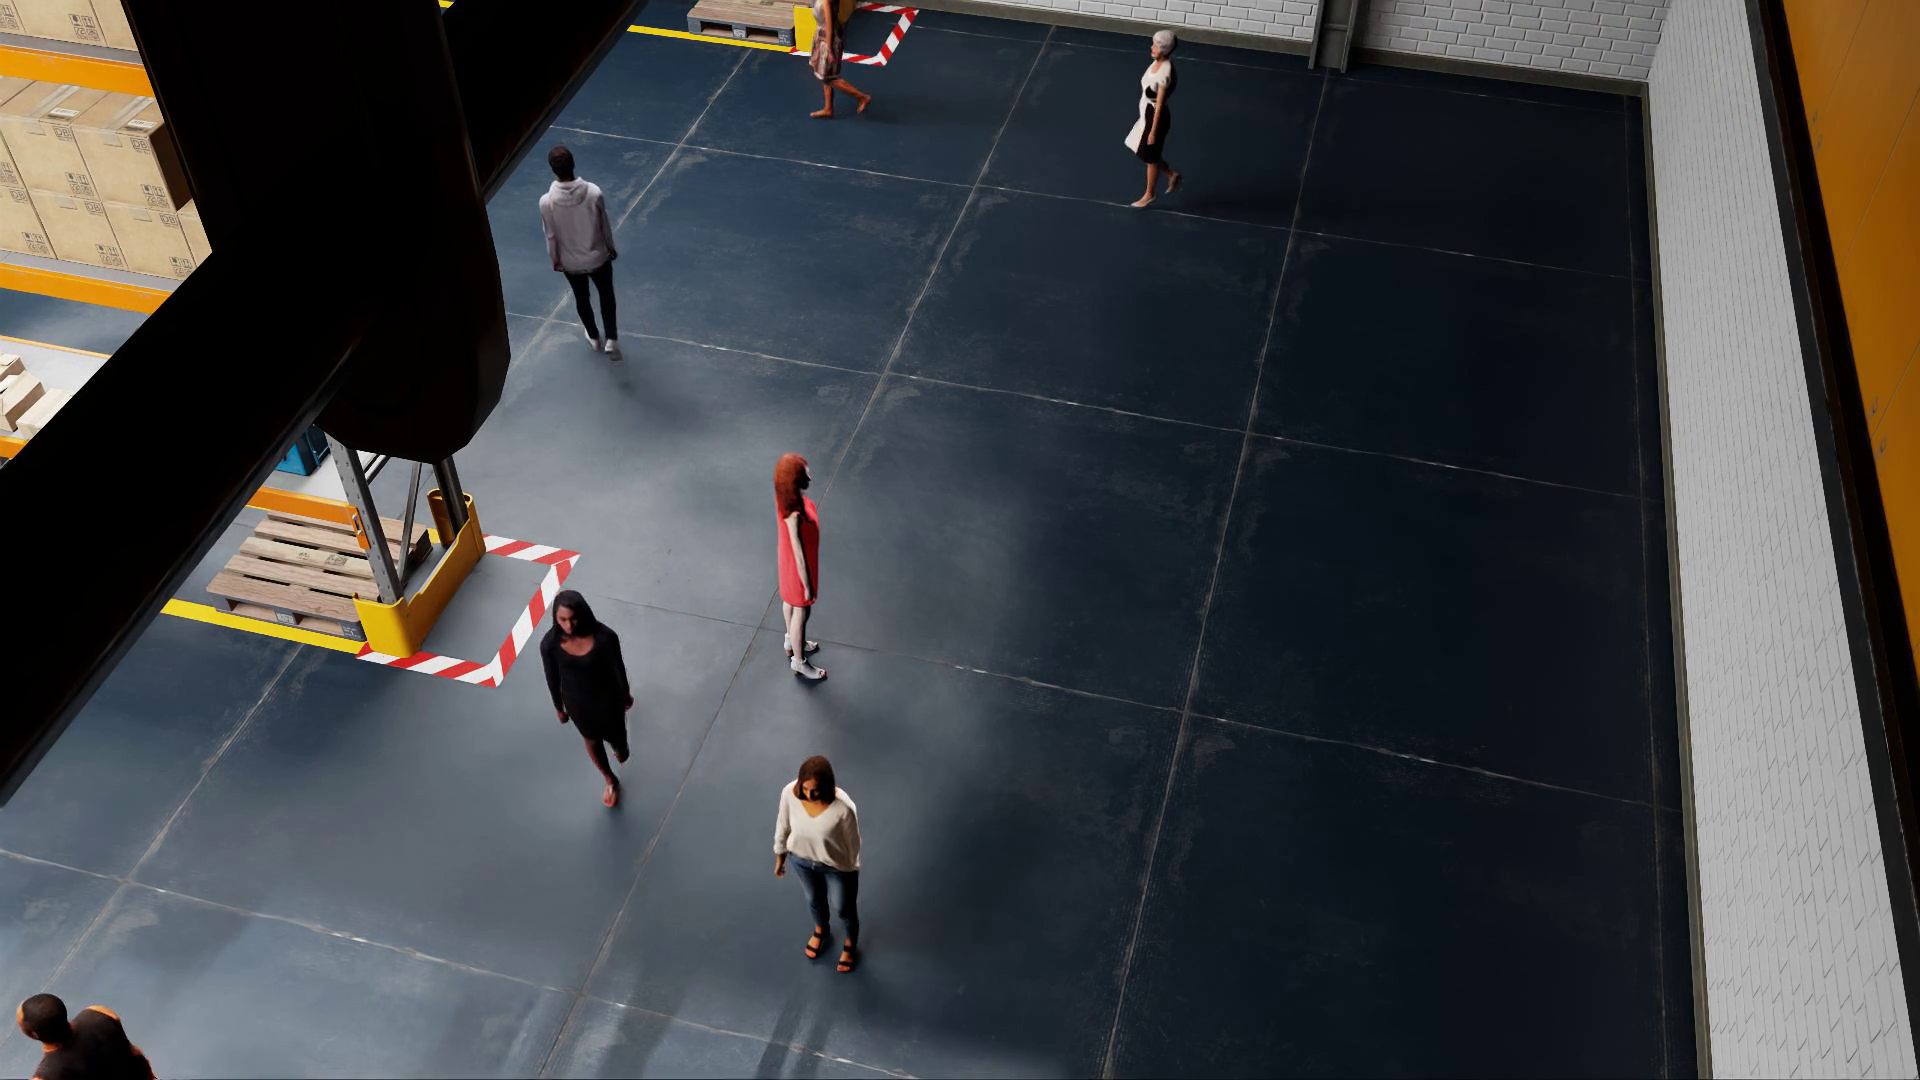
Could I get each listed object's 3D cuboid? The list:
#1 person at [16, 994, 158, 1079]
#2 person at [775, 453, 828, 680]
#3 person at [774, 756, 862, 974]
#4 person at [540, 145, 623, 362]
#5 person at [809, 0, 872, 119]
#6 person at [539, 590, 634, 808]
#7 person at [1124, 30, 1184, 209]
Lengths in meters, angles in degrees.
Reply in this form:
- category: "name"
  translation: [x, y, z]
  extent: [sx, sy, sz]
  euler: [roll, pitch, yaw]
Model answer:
- category: "person"
  translation: [-3.995, 2.802, 7.980]
  extent: [1.305, 1.867, 0.770]
  euler: [7, 44, 7]
- category: "person"
  translation: [-1.057, 0.165, 10.778]
  extent: [0.677, 1.825, 0.682]
  euler: [-9, 44, -10]
- category: "person"
  translation: [-0.750, 1.722, 9.250]
  extent: [0.541, 1.679, 0.716]
  euler: [16, 46, 16]
- category: "person"
  translation: [-2.970, -2.223, 13.221]
  extent: [1.074, 1.914, 1.067]
  euler: [-13, 45, -13]
- category: "person"
  translation: [-1.186, -4.825, 16.157]
  extent: [0.913, 1.631, 0.727]
  euler: [3, 44, 3]
- category: "person"
  translation: [-2.227, 0.894, 10.092]
  extent: [0.777, 1.716, 0.824]
  euler: [-5, 44, -5]
- category: "person"
  translation: [1.840, -3.745, 14.942]
  extent: [0.891, 1.744, 0.766]
  euler: [-2, 44, -3]
